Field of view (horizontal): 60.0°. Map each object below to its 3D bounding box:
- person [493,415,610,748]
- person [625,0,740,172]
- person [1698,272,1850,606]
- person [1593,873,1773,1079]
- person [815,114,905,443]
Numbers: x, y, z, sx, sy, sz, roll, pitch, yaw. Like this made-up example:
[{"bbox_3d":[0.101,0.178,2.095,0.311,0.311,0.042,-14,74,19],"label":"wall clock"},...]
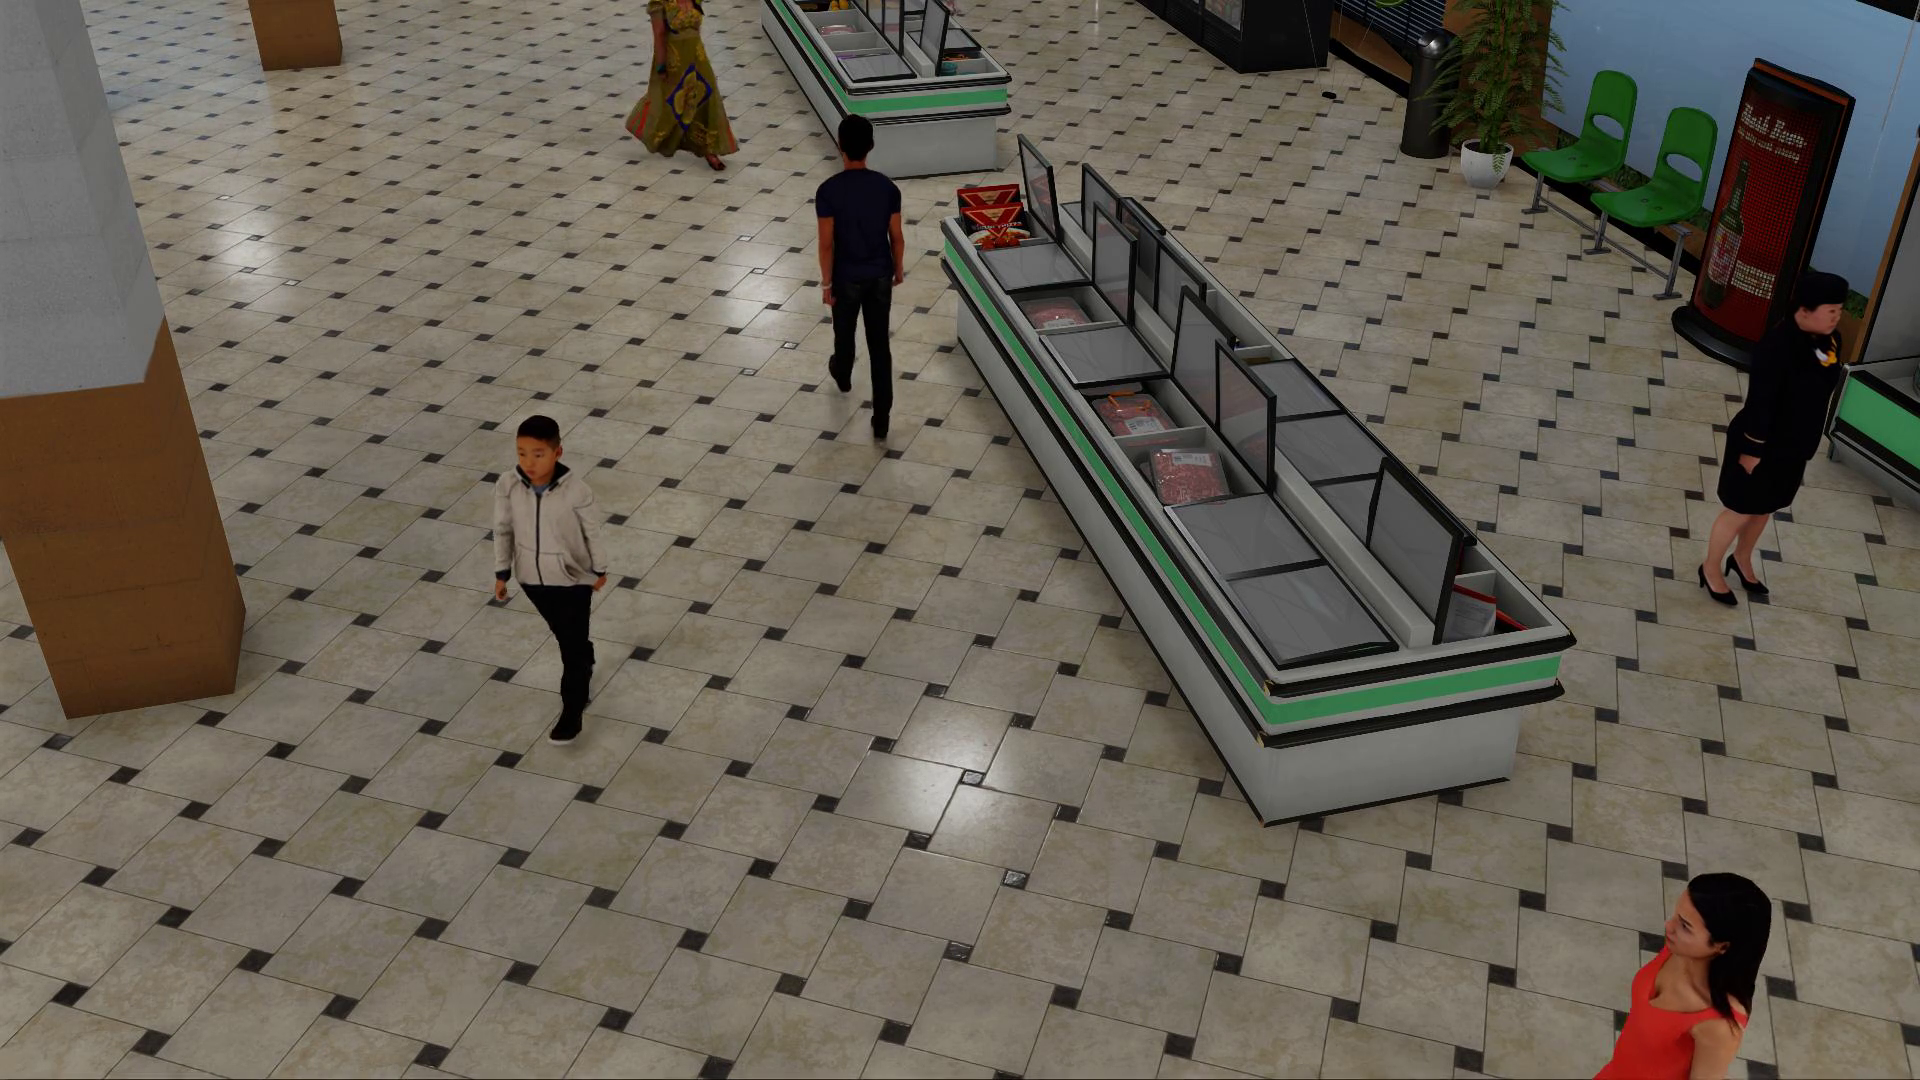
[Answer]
[{"bbox_3d":[-1.692,0.096,7.063,0.817,1.429,0.964,7,33,12],"label":"person"},{"bbox_3d":[-2.249,-3.741,13.040,1.267,1.630,1.103,26,40,35],"label":"person"},{"bbox_3d":[3.777,-0.468,7.740,0.757,1.672,0.731,-18,36,-27],"label":"person"},{"bbox_3d":[1.930,1.544,4.468,0.778,1.713,0.728,3,32,4],"label":"person"},{"bbox_3d":[-0.519,-1.382,9.148,0.673,1.736,1.114,-7,33,-11],"label":"person"}]
